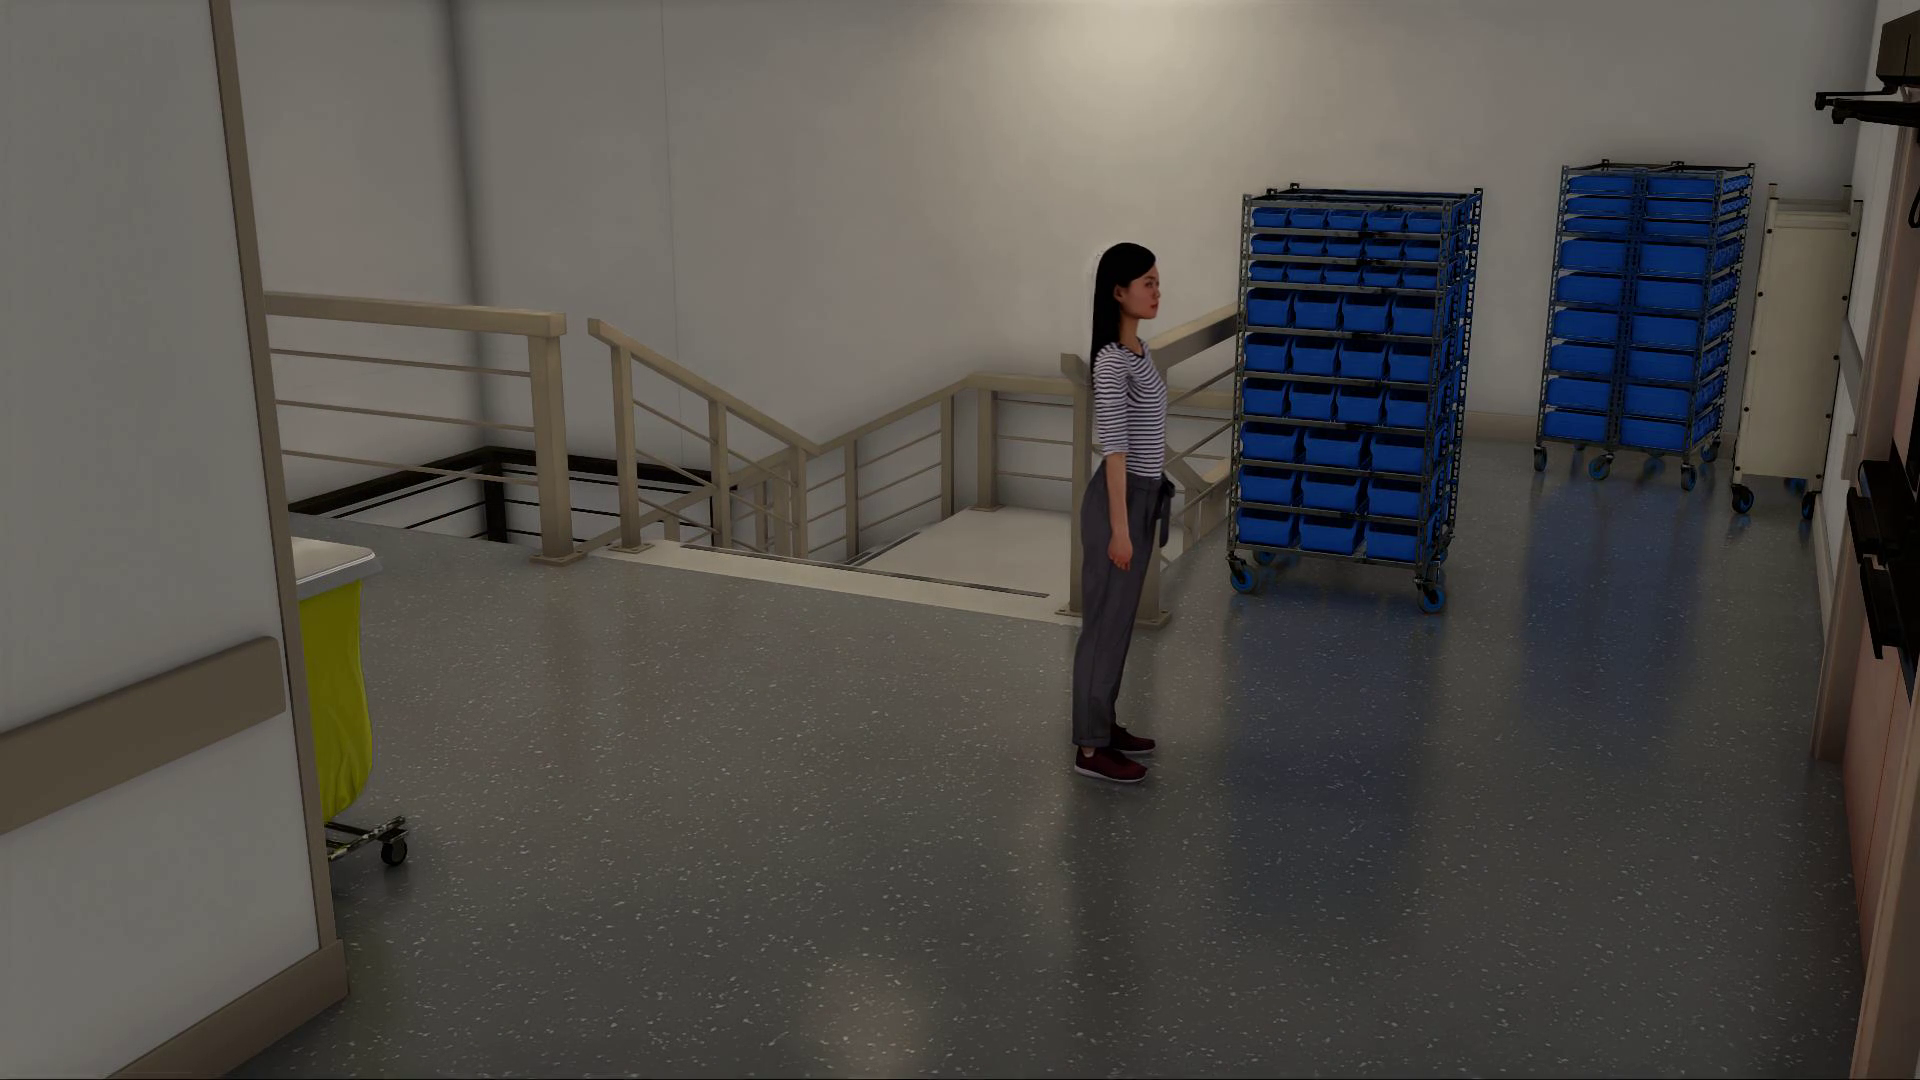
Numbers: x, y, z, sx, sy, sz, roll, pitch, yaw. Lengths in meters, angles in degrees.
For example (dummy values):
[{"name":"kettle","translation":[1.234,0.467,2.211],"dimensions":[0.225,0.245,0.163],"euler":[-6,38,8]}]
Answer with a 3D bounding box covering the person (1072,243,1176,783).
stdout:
[{"name":"person","translation":[0.505,-0.087,5.373],"dimensions":[0.706,1.735,0.530],"euler":[4,16,13]}]
